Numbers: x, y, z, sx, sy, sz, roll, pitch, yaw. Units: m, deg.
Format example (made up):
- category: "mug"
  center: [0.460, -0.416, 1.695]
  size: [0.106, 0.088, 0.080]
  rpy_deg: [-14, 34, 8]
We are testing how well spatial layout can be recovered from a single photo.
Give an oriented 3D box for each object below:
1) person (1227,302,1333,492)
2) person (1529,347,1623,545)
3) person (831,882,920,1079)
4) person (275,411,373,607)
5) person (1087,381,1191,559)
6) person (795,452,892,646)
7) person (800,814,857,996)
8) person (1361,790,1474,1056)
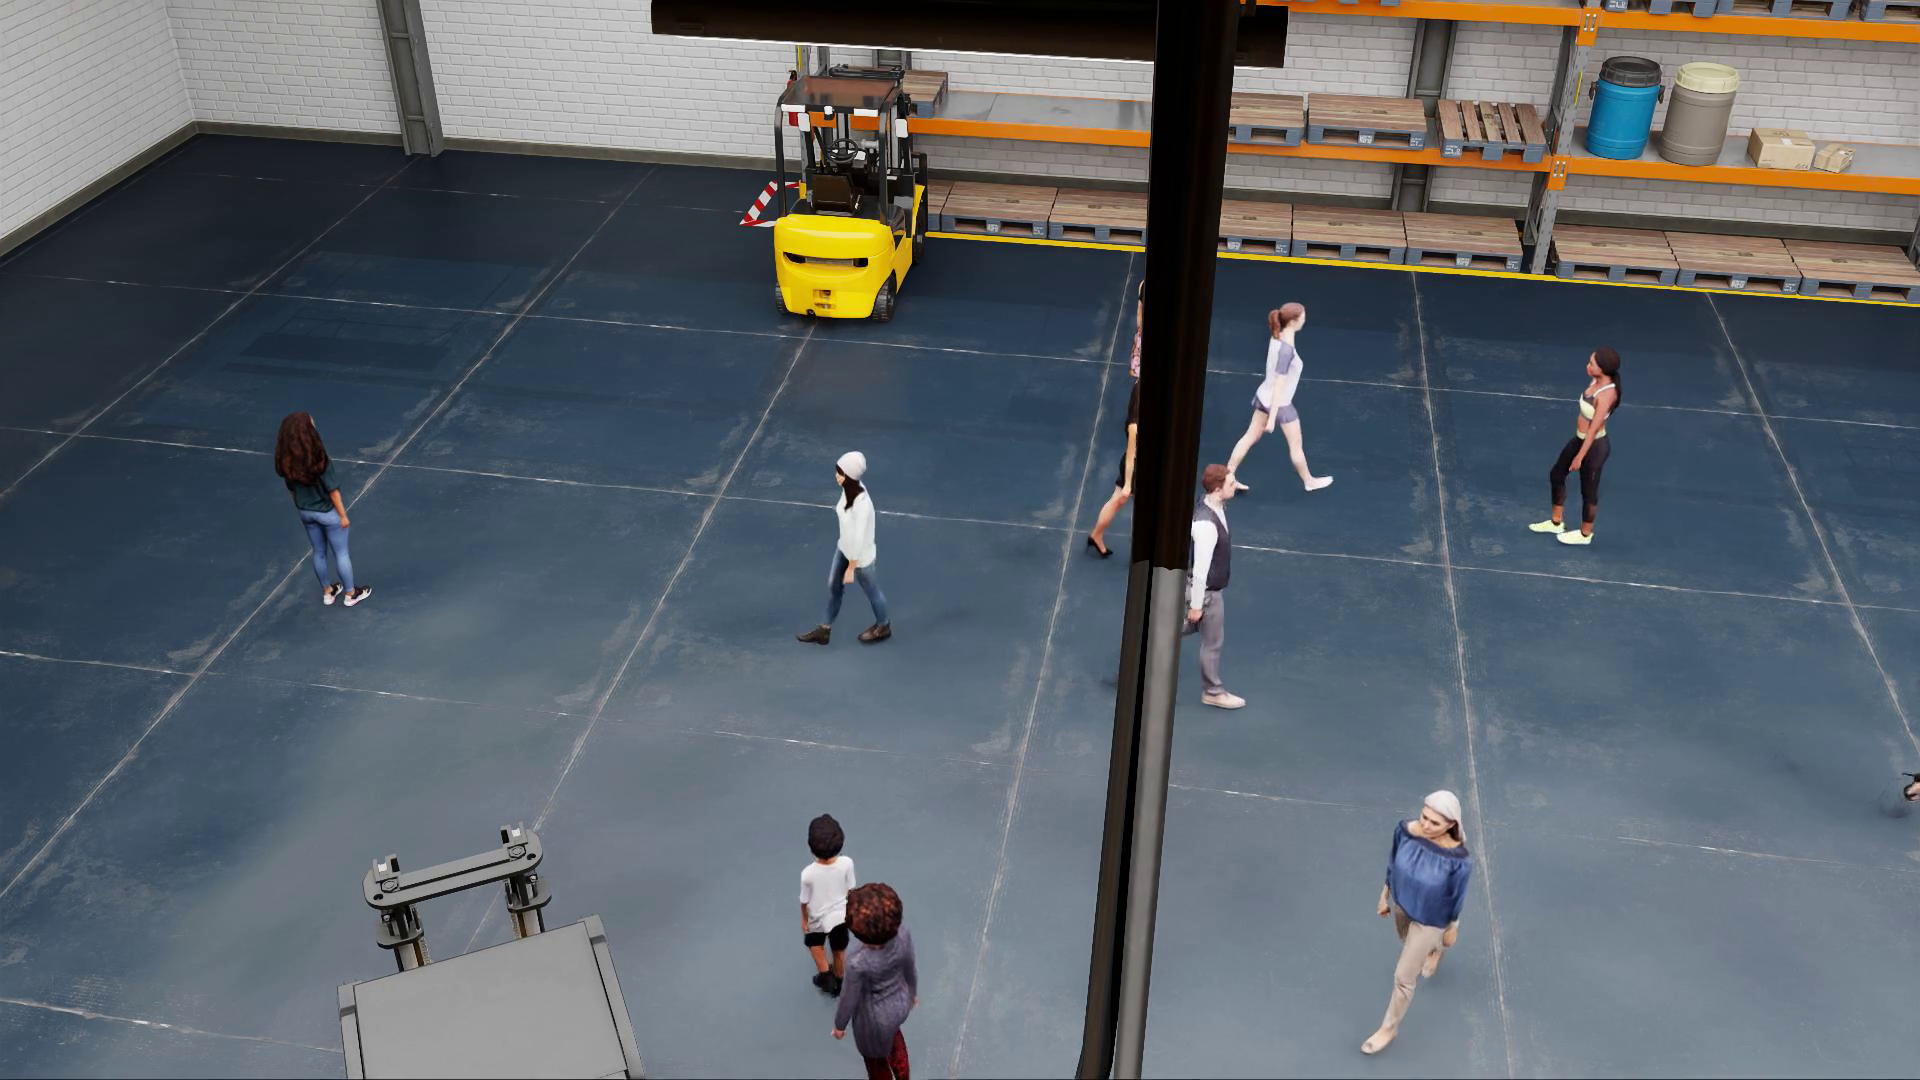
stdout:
- category: "person"
  center: [2.491, -1.106, 13.615]
  size: [1.219, 1.706, 0.820]
  rpy_deg: [-4, 34, -6]
- category: "person"
  center: [5.005, -0.703, 12.978]
  size: [0.693, 1.739, 0.594]
  rpy_deg: [5, 34, 7]
- category: "person"
  center: [-0.340, 2.411, 8.328]
  size: [0.716, 1.700, 0.750]
  rpy_deg: [-28, 43, -35]
- category: "person"
  center: [-4.761, -0.224, 12.369]
  size: [0.538, 1.617, 0.665]
  rpy_deg: [8, 34, 12]
- category: "person"
  center: [1.264, -0.506, 12.806]
  size: [1.061, 1.603, 0.616]
  rpy_deg: [8, 34, 11]
- category: "person"
  center: [-0.660, 0.075, 11.913]
  size: [1.043, 1.624, 0.891]
  rpy_deg: [-12, 35, -17]
- category: "person"
  center: [-0.713, 2.085, 9.225]
  size: [0.550, 1.251, 0.631]
  rpy_deg: [-15, 36, -21]
- category: "person"
  center: [2.544, 1.977, 9.015]
  size: [1.128, 1.664, 1.120]
  rpy_deg: [-24, 41, -32]
